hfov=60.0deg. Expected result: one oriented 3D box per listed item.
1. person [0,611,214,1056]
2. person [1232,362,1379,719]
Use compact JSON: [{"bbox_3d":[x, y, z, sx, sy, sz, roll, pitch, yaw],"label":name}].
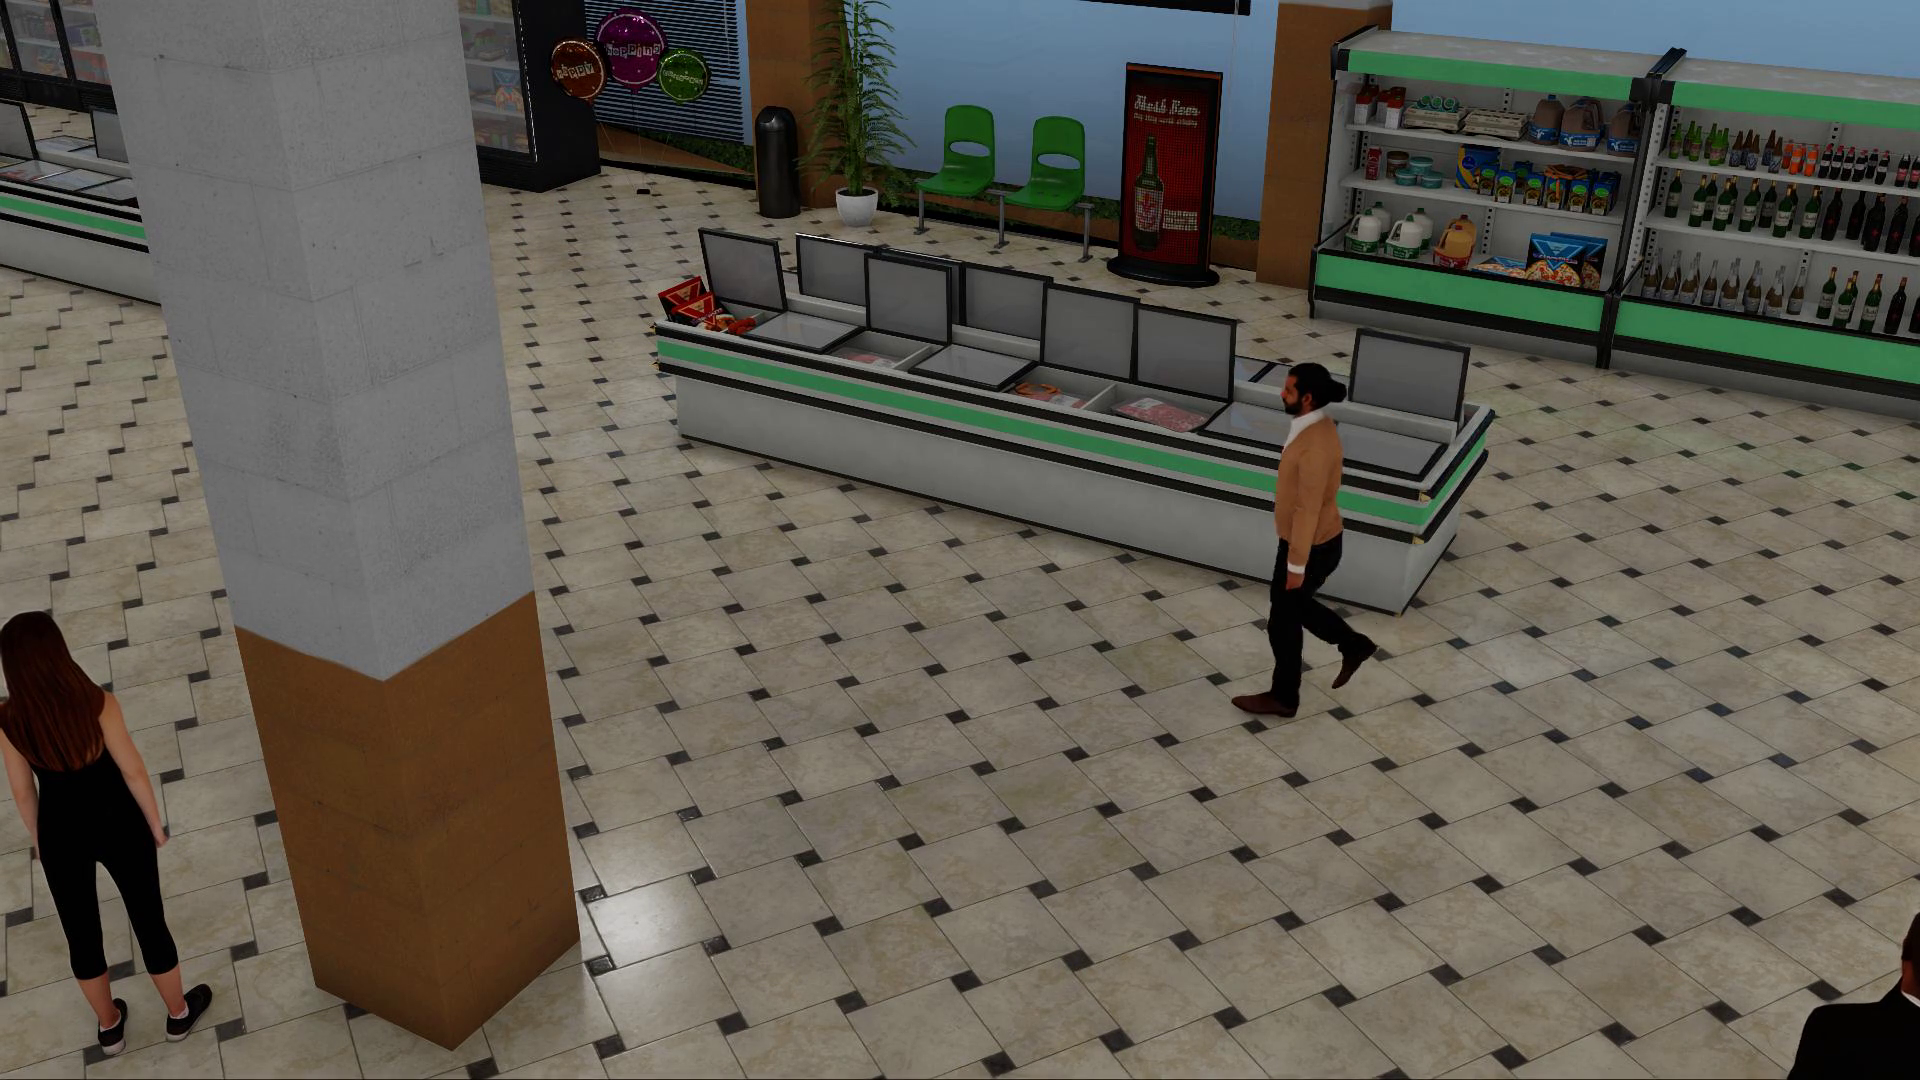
[{"bbox_3d":[-2.961,1.008,5.666,0.637,1.726,0.704,-6,27,-11],"label":"person"},{"bbox_3d":[1.663,0.029,7.586,1.031,1.734,0.897,2,27,3],"label":"person"}]
